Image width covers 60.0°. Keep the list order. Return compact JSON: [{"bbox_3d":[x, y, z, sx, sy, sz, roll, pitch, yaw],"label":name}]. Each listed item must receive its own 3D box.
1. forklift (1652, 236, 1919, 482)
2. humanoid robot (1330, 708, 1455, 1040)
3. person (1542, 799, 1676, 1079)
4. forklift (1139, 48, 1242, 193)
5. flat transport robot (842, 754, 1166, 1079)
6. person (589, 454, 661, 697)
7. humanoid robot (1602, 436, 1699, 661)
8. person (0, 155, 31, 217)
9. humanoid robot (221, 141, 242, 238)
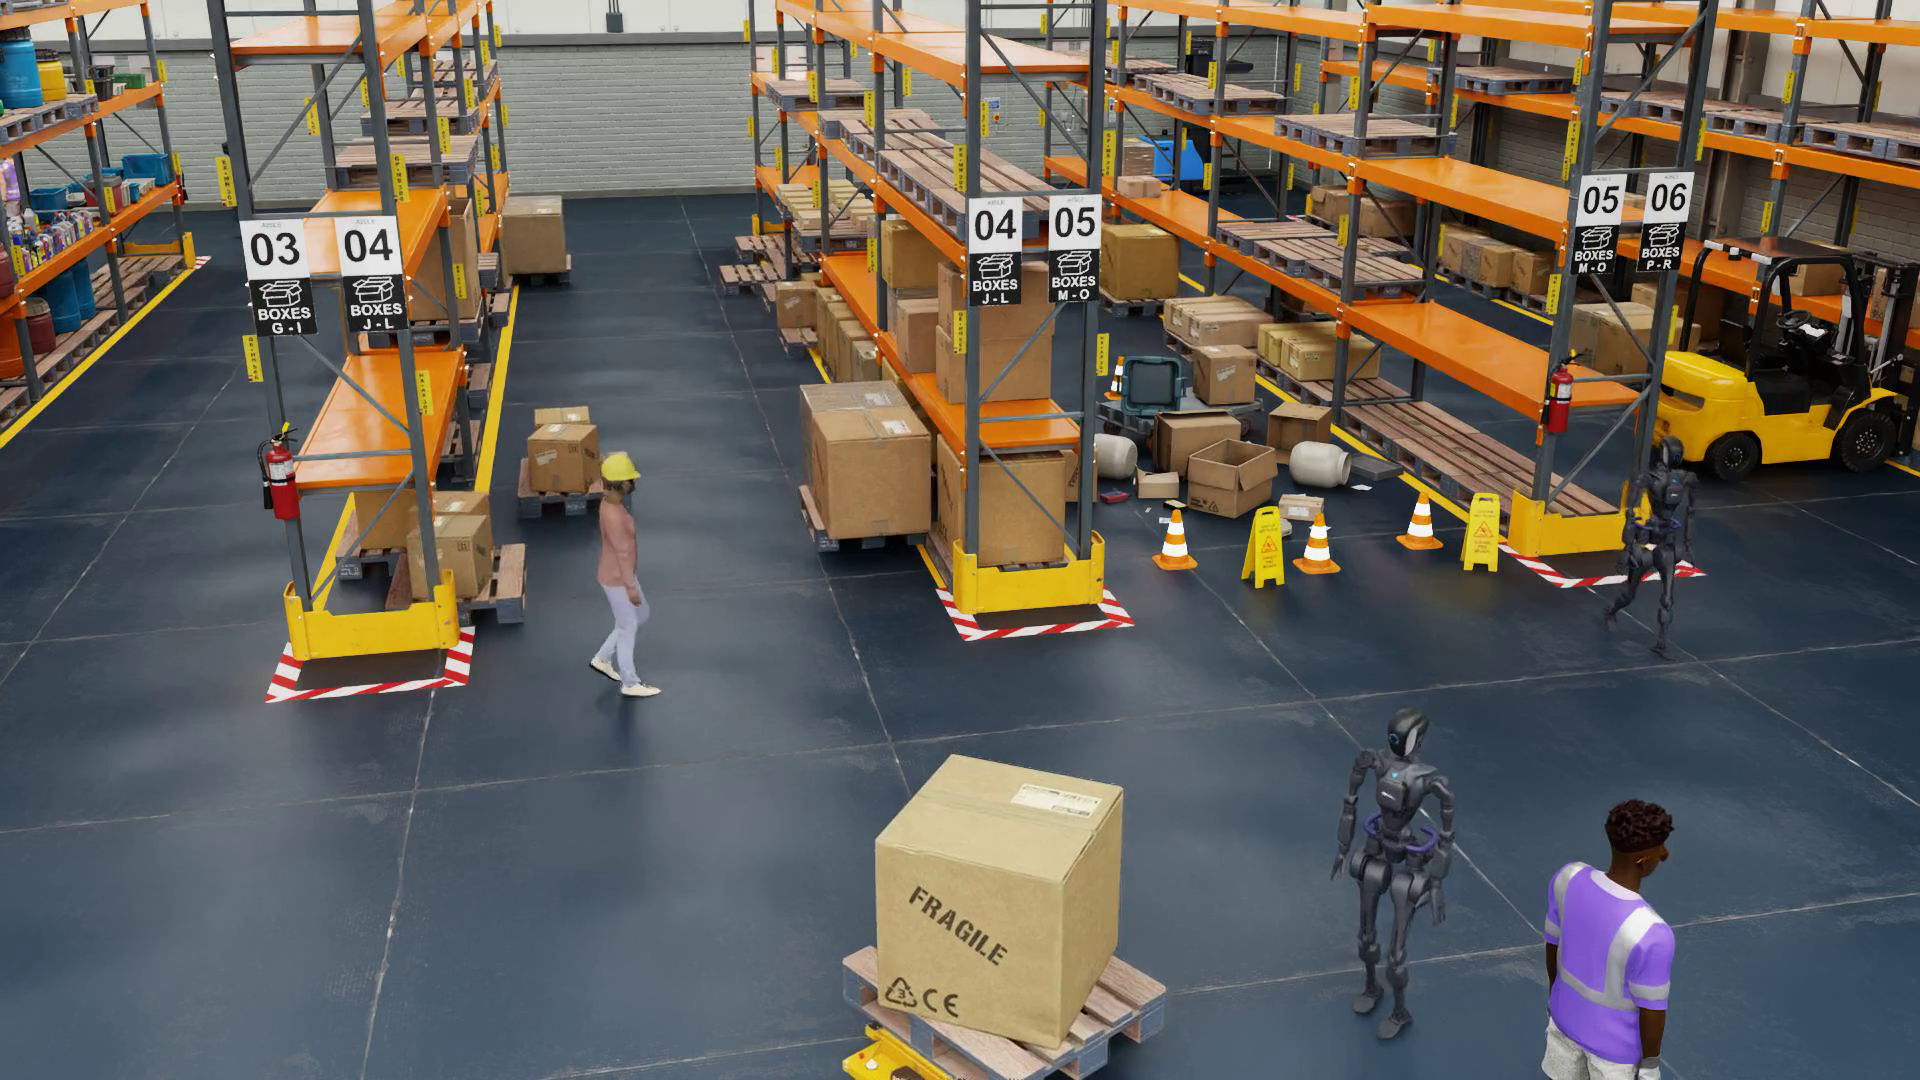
[{"bbox_3d":[8.013,-1.814,16.330,2.313,2.155,1.214,-4,21,-12],"label":"forklift"},{"bbox_3d":[2.049,1.561,7.964,0.616,1.646,0.386,17,26,39],"label":"humanoid robot"},{"bbox_3d":[2.556,1.918,6.606,0.367,1.964,0.606,-9,22,-22],"label":"person"},{"bbox_3d":[4.566,-8.313,32.860,1.873,2.768,1.129,-4,21,-12],"label":"forklift"},{"bbox_3d":[0.211,2.328,7.935,1.431,0.231,0.659,-17,26,-39],"label":"flat transport robot"},{"bbox_3d":[-2.315,0.259,11.367,0.388,1.757,0.538,-4,21,-10],"label":"person"},{"bbox_3d":[5.094,0.010,12.216,0.608,1.635,0.753,-3,21,-9],"label":"humanoid robot"},{"bbox_3d":[-15.336,-5.529,27.055,0.350,1.688,0.489,11,23,27],"label":"person"},{"bbox_3d":[-12.152,-5.893,28.059,0.597,1.636,0.605,7,21,18],"label":"humanoid robot"}]
